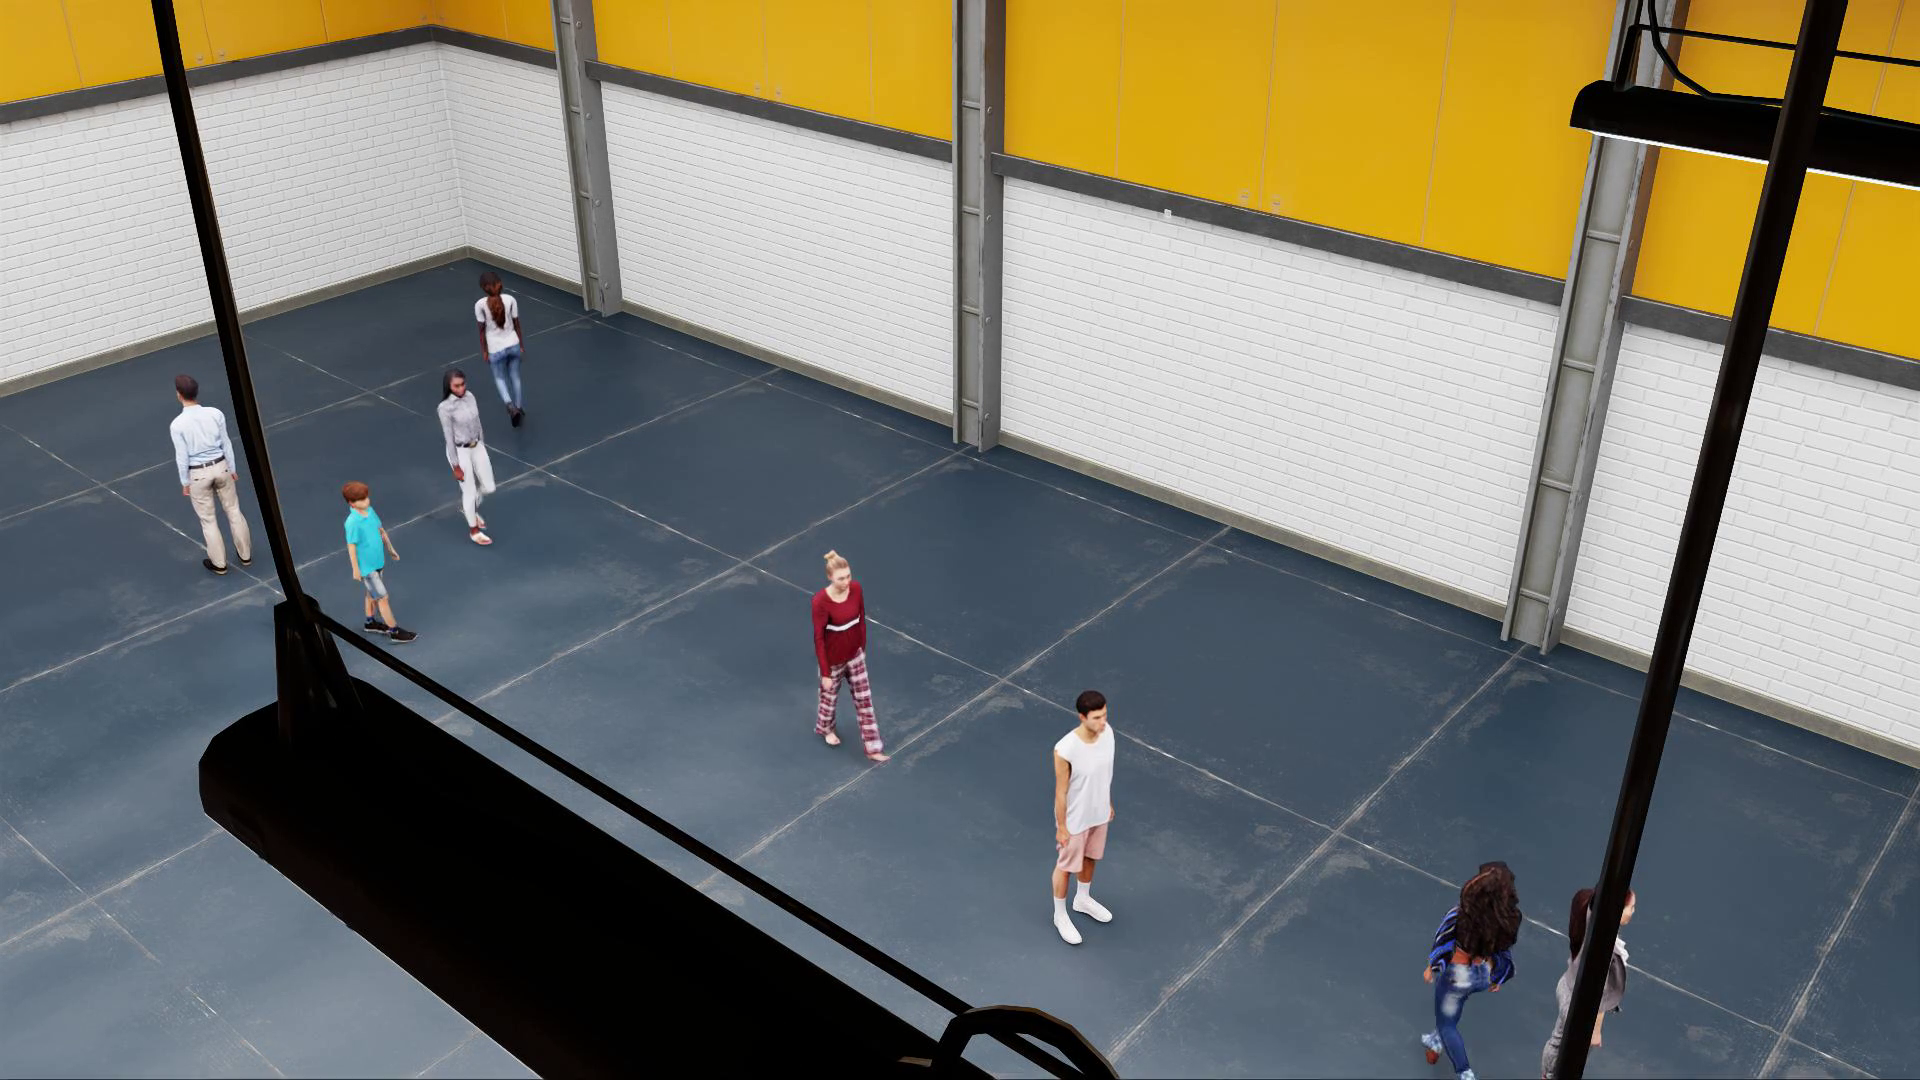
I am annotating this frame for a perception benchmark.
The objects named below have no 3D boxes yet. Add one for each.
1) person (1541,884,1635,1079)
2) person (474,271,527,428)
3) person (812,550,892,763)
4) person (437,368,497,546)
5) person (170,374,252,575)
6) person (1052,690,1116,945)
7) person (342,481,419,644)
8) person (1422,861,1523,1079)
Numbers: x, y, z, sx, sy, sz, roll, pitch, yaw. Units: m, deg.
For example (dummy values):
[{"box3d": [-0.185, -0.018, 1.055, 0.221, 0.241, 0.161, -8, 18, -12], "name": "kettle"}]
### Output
[{"box3d": [3.374, 2.525, 9.038, 0.753, 1.680, 0.721, 3, 29, 6], "name": "person"}, {"box3d": [-4.698, -1.931, 17.178, 0.797, 1.707, 0.920, -11, 30, -19], "name": "person"}, {"box3d": [-0.920, 0.819, 12.175, 0.786, 1.672, 1.050, -21, 35, -34], "name": "person"}, {"box3d": [-4.522, -0.769, 15.046, 0.675, 1.710, 0.616, 19, 34, 30], "name": "person"}, {"box3d": [-6.580, -0.574, 14.547, 0.603, 1.846, 0.660, 25, 37, 38], "name": "person"}, {"box3d": [0.767, 1.691, 10.454, 0.674, 1.788, 0.629, -22, 36, -35], "name": "person"}, {"box3d": [-4.899, 0.161, 13.632, 0.870, 1.432, 0.752, 4, 29, 7], "name": "person"}, {"box3d": [2.828, 2.471, 9.228, 0.973, 1.595, 1.079, -7, 29, -13], "name": "person"}]
